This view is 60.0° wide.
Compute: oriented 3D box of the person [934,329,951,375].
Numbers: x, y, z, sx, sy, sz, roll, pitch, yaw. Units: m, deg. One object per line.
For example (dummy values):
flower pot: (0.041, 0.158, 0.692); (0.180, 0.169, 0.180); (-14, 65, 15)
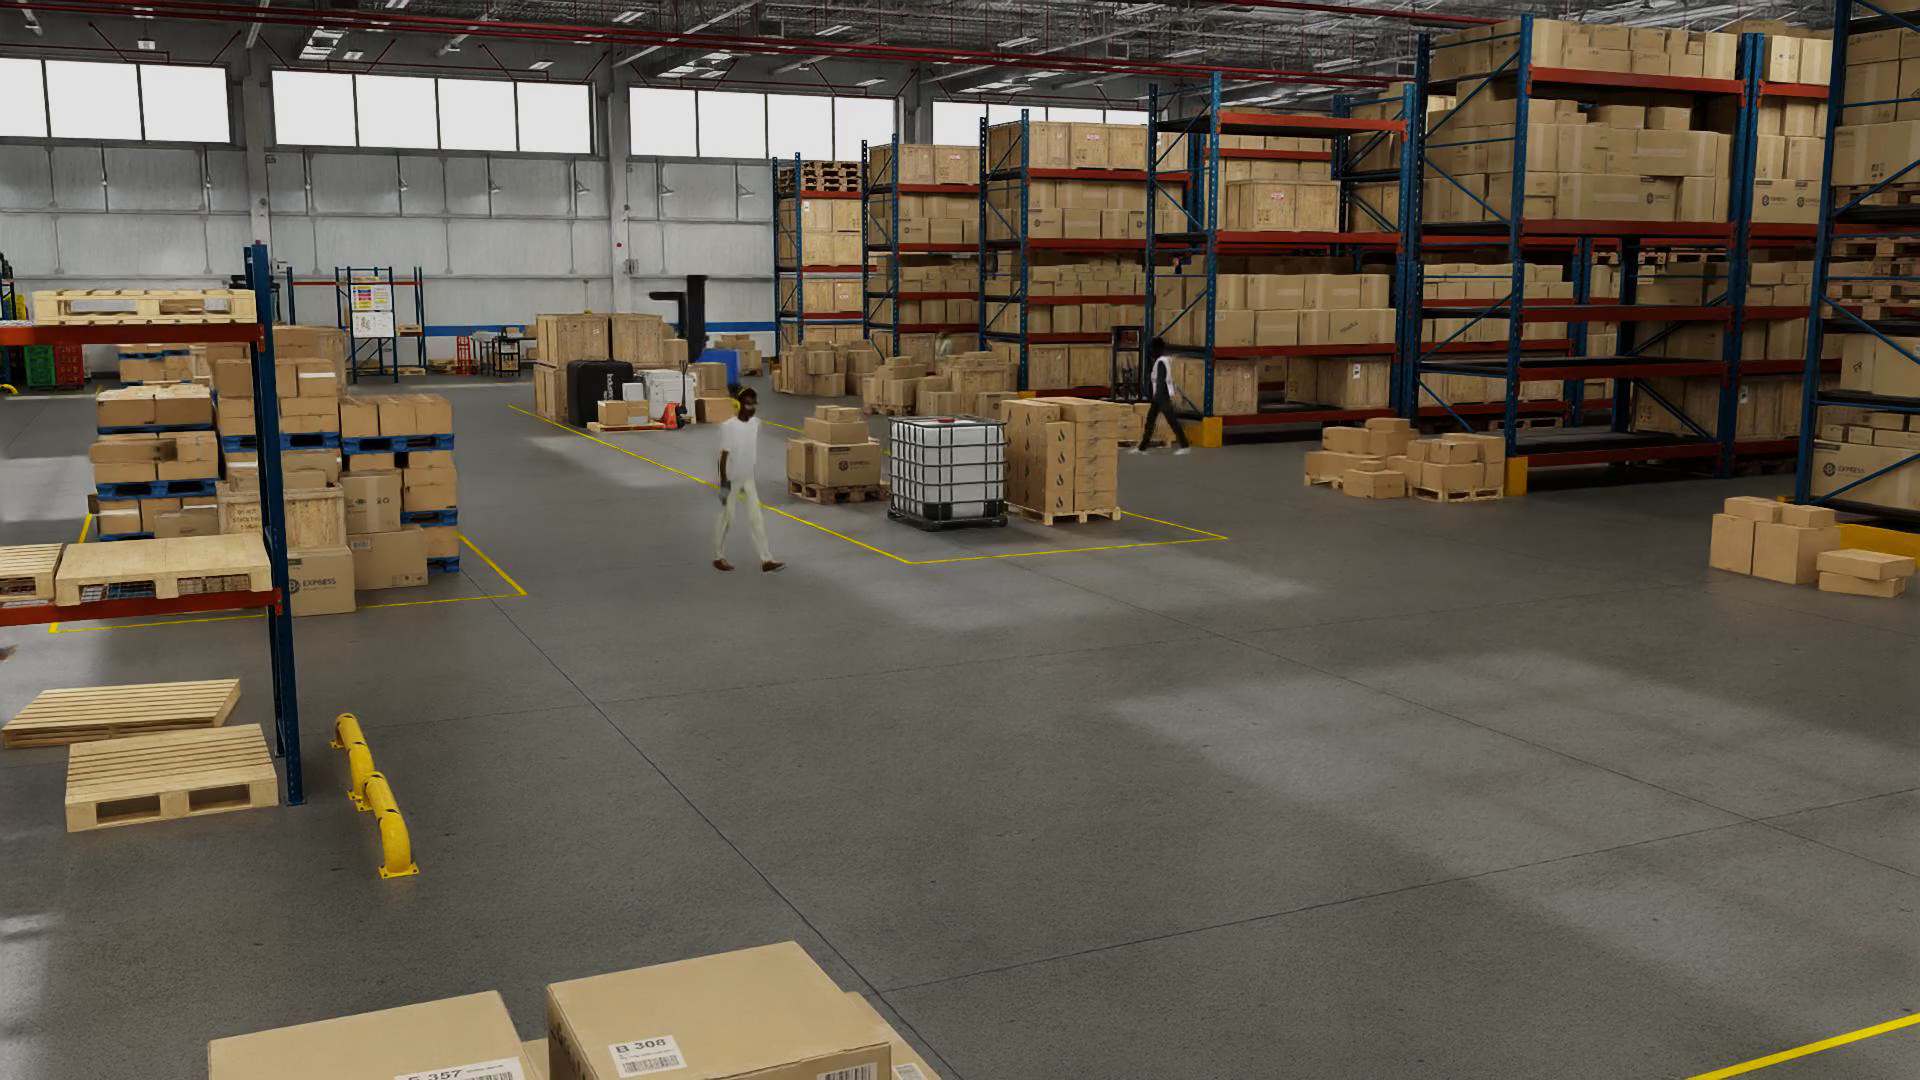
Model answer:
person: (-0.366, -4.049, 38.180); (0.515, 1.596, 0.789); (6, 11, 31)

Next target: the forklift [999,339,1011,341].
forklift: (1.421, -4.875, 39.331); (1.129, 2.768, 1.873); (-4, 10, -25)

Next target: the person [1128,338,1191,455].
person: (3.205, -2.255, 26.330); (0.991, 1.871, 0.659); (0, 9, 1)

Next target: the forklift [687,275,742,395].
forklift: (-6.101, -4.784, 38.770); (1.873, 2.768, 1.129); (0, 9, -2)

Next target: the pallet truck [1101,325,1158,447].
pallet truck: (2.881, -2.596, 27.923); (0.823, 1.965, 1.885); (-1, 9, -7)

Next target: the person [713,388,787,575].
person: (-2.075, -0.555, 15.889); (0.937, 1.794, 0.557); (8, 12, 42)

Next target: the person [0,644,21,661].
person: (-7.382, 0.080, 11.870); (1.006, 1.832, 0.581); (-6, 11, -32)

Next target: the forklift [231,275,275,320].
forklift: (-16.670, -4.884, 39.387); (1.129, 2.768, 1.873); (-4, 10, -25)
